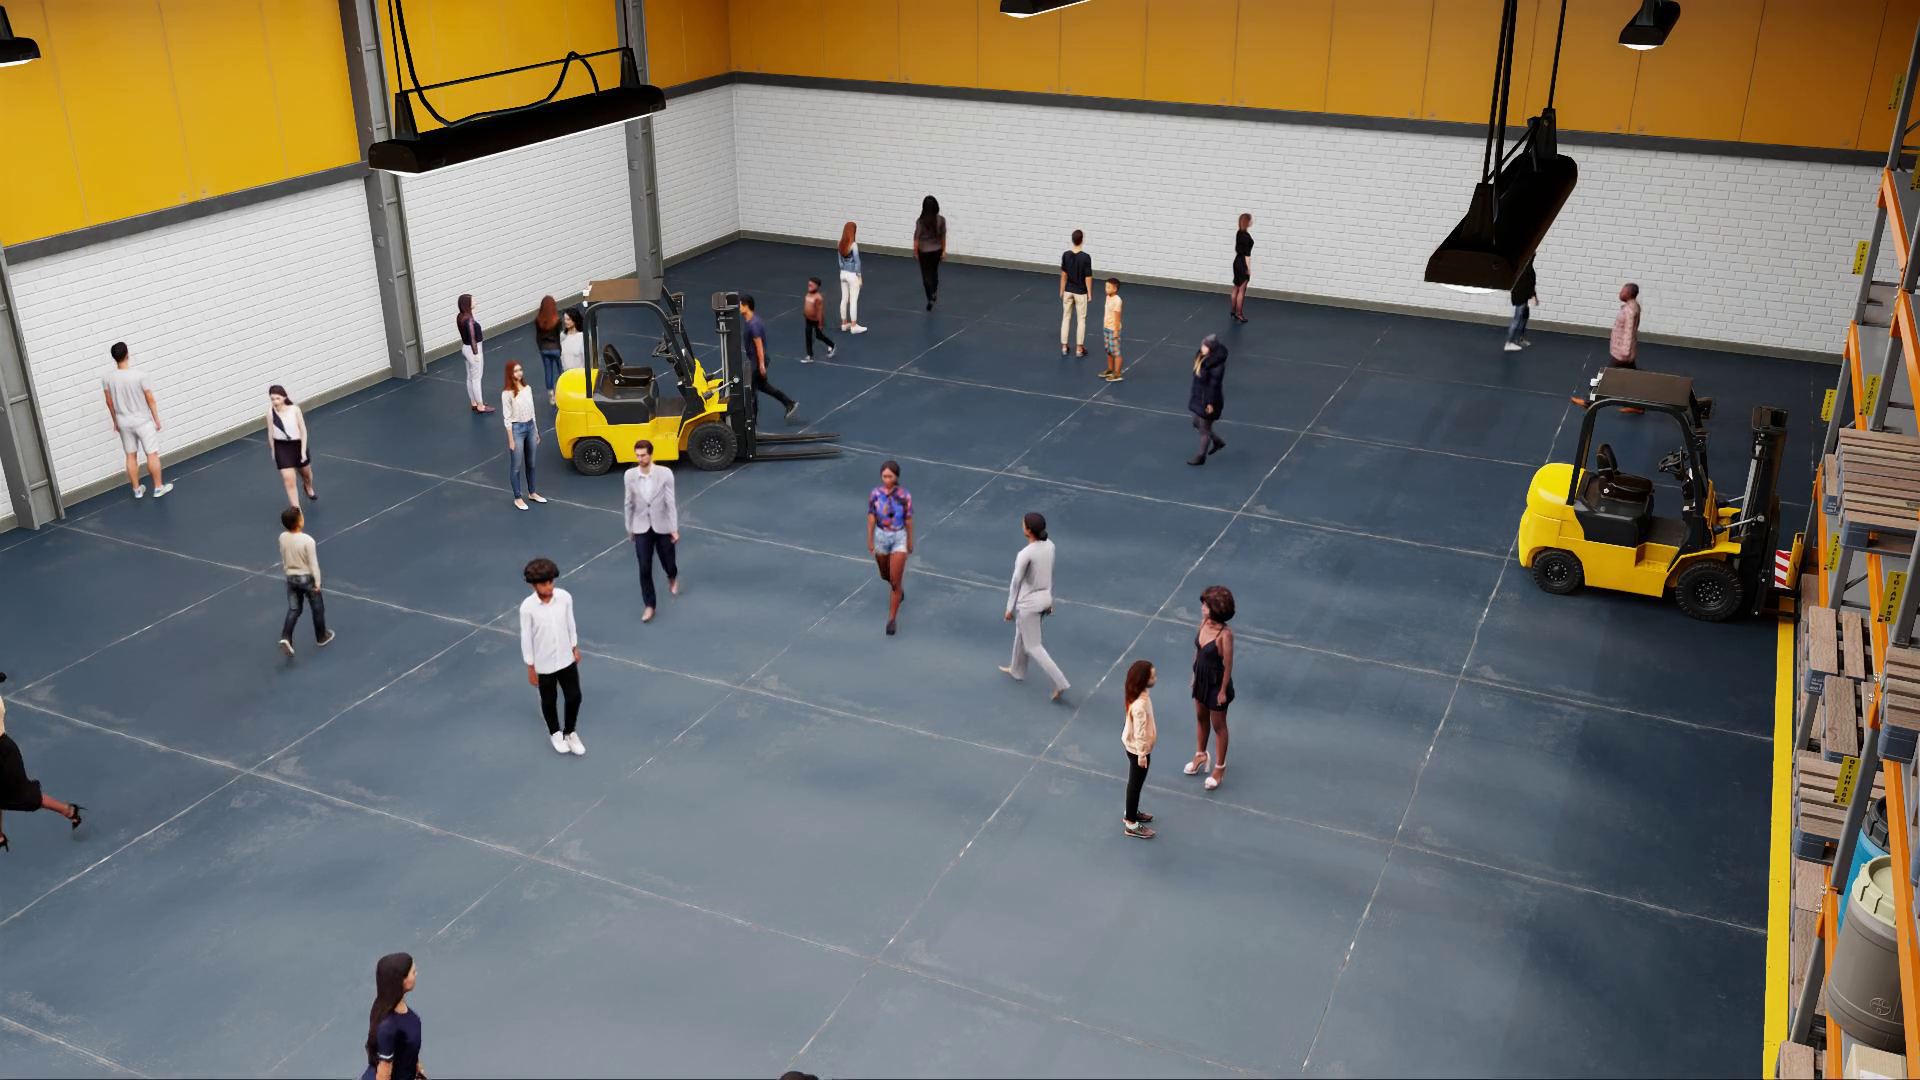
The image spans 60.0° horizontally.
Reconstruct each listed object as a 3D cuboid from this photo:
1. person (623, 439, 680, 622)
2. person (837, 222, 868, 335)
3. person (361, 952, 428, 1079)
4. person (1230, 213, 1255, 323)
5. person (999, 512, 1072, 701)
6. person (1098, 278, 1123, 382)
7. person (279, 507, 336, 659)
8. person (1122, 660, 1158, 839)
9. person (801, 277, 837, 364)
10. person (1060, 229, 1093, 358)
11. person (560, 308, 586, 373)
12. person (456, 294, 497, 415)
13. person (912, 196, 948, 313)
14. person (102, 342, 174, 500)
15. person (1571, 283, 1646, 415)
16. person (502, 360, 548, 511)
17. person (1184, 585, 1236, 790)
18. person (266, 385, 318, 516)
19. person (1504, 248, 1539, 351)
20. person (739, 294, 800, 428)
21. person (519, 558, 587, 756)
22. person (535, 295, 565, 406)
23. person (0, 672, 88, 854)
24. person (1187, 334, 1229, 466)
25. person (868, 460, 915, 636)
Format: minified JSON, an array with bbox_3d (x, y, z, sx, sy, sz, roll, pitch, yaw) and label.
[{"bbox_3d":[-3.017,-0.145,16.475,0.899,1.833,1.047,1,24,2],"label":"person"},{"bbox_3d":[-1.699,-4.036,25.544,0.636,1.699,0.677,-21,31,-40],"label":"person"},{"bbox_3d":[-3.225,3.100,9.186,0.997,1.727,0.934,-6,24,-13],"label":"person"},{"bbox_3d":[4.419,-4.286,26.108,0.721,1.706,0.630,-5,24,-11],"label":"person"},{"bbox_3d":[0.719,0.607,14.908,0.920,1.711,1.126,17,29,33],"label":"person"},{"bbox_3d":[2.163,-2.978,23.425,0.636,1.459,0.589,-11,26,-24],"label":"person"},{"bbox_3d":[-6.254,0.411,15.684,0.714,1.448,0.961,4,24,8],"label":"person"},{"bbox_3d":[1.396,1.597,12.925,0.697,1.484,0.559,1,24,3],"label":"person"},{"bbox_3d":[-2.072,-3.218,24.247,0.923,1.239,0.705,-22,32,-40],"label":"person"},{"bbox_3d":[1.697,-3.623,24.414,0.635,1.848,0.549,10,26,22],"label":"person"},{"bbox_3d":[-4.832,-2.160,21.265,0.624,1.689,0.649,9,25,20],"label":"person"},{"bbox_3d":[-6.469,-2.487,22.115,0.708,1.607,0.685,-14,27,-29],"label":"person"},{"bbox_3d":[-0.442,-4.538,26.544,0.916,1.819,0.977,-9,25,-20],"label":"person"},{"bbox_3d":[-9.582,-1.387,19.291,0.765,1.853,0.751,-2,24,-5],"label":"person"},{"bbox_3d":[8.823,-2.463,21.871,0.834,1.758,1.110,13,27,27],"label":"person"},{"bbox_3d":[-5.037,-1.226,19.081,0.680,1.727,0.525,18,29,35],"label":"person"},{"bbox_3d":[2.052,1.180,13.501,0.699,1.788,0.658,-13,27,-27],"label":"person"},{"bbox_3d":[-7.501,-1.002,18.723,0.976,1.603,1.058,-10,25,-21],"label":"person"},{"bbox_3d":[8.259,-3.603,24.637,0.785,1.633,0.741,-1,24,-2],"label":"person"},{"bbox_3d":[-2.517,-2.302,21.511,1.103,1.752,1.127,-5,24,-11],"label":"person"},{"bbox_3d":[-3.469,0.952,14.010,0.755,1.798,0.848,-15,28,-31],"label":"person"},{"bbox_3d":[-5.530,-2.548,22.439,0.779,1.459,0.927,-1,24,-2],"label":"person"},{"bbox_3d":[-7.173,1.659,12.610,1.069,1.625,0.856,-18,29,-35],"label":"person"},{"bbox_3d":[3.065,-1.716,20.277,0.939,1.666,0.883,-6,24,-14],"label":"person"},{"bbox_3d":[-0.651,0.016,16.250,0.833,1.719,1.147,1,24,2],"label":"person"}]
